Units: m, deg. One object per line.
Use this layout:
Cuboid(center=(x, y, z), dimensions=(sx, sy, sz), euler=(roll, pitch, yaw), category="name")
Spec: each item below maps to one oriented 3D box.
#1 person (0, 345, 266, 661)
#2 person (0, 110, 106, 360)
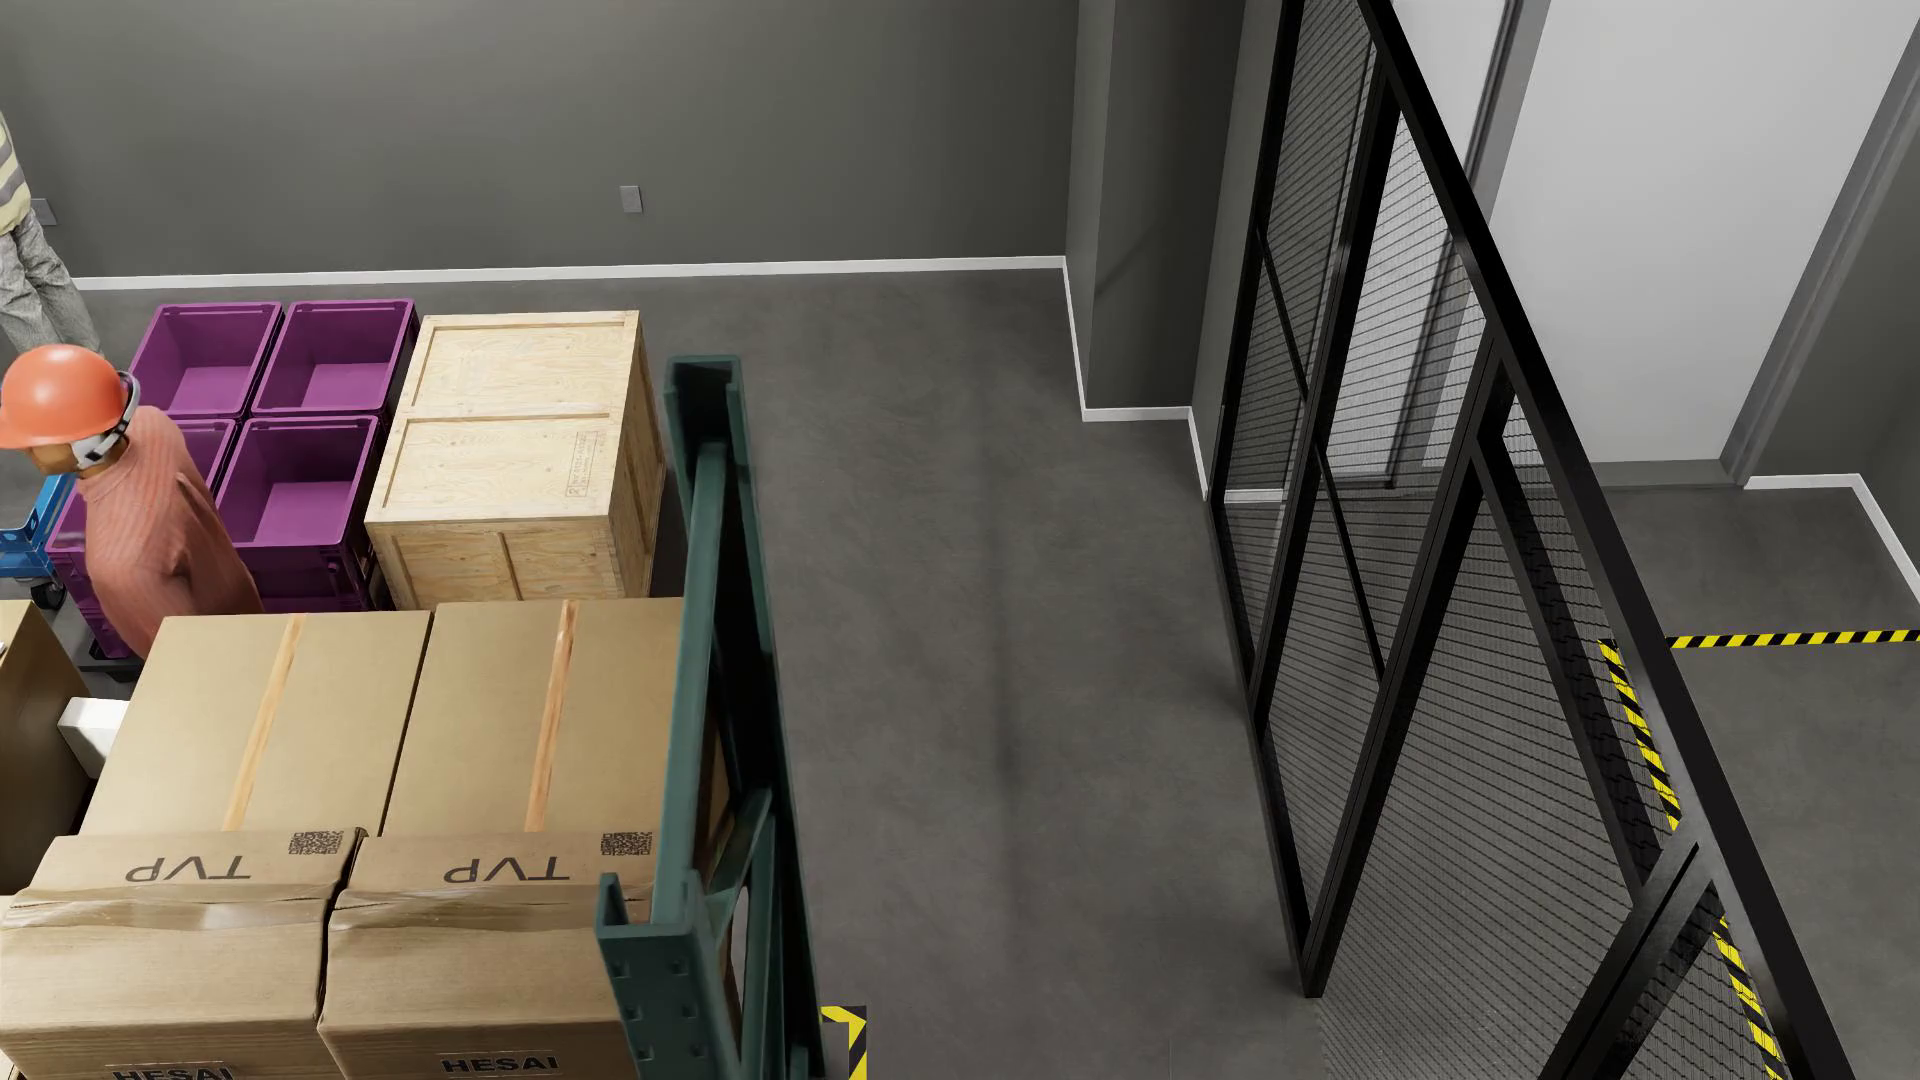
Cuboid(center=(-2.049, 0.266, 4.463), dimensions=(0.386, 1.996, 0.612), euler=(-11, 47, -10), category="person")
Cuboid(center=(-3.543, -1.188, 5.961), dimensions=(0.403, 1.835, 0.588), euler=(1, 46, 1), category="person")
